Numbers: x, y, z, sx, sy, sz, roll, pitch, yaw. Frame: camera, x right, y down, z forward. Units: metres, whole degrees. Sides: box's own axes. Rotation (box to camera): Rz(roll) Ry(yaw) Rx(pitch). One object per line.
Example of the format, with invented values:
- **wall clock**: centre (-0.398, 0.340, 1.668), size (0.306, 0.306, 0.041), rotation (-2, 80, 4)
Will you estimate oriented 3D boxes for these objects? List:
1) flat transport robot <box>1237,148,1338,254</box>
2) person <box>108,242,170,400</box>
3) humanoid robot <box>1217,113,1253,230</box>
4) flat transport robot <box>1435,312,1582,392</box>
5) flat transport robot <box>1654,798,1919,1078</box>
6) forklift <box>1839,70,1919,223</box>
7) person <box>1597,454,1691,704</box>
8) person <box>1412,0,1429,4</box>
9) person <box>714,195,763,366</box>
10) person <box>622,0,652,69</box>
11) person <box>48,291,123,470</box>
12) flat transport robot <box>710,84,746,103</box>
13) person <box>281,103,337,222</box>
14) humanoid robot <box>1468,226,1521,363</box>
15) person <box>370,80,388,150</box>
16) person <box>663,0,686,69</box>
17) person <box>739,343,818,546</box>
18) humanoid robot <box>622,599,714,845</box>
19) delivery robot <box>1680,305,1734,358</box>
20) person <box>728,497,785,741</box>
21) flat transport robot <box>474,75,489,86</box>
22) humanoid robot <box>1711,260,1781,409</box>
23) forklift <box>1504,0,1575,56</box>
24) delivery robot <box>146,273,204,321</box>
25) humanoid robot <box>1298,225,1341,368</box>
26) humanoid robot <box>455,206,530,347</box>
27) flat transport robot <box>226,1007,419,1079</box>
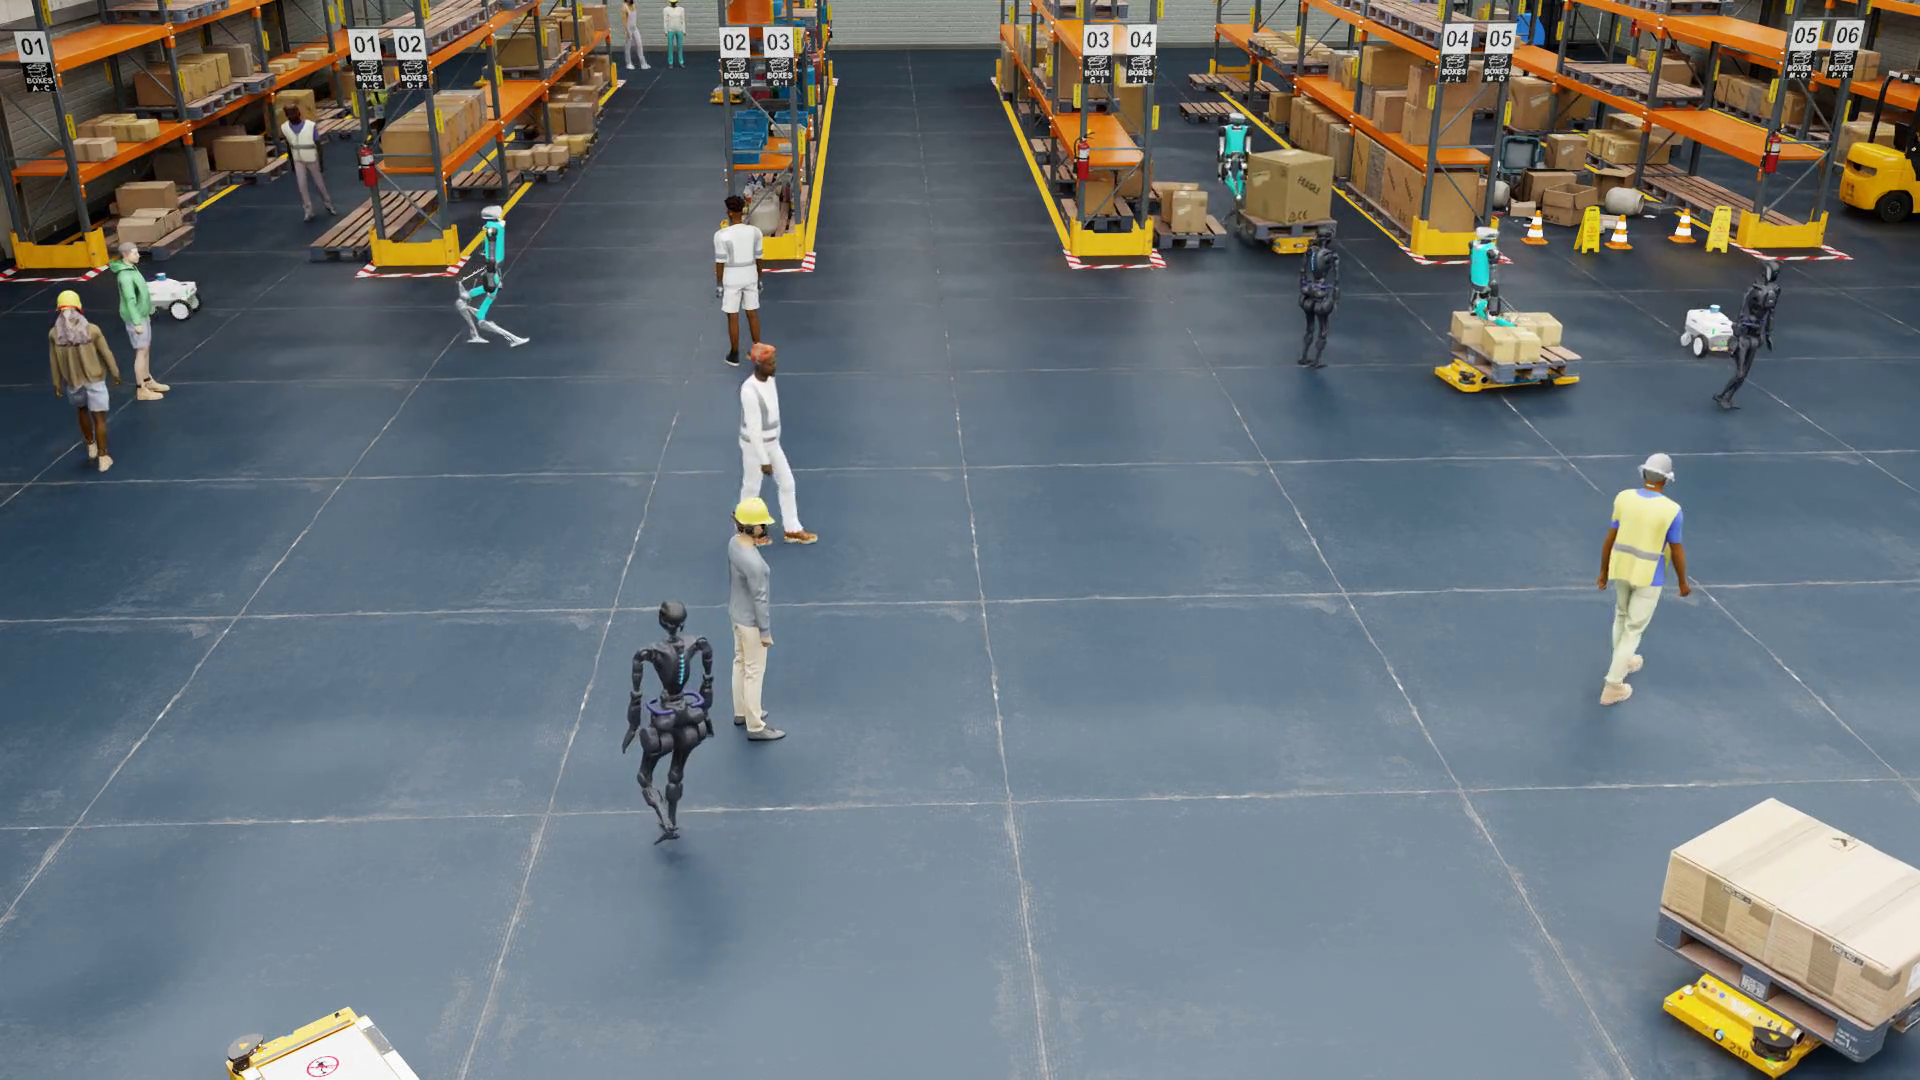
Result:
- **flat transport robot**: centre (4.795, -4.478, 24.535), size (0.659, 0.231, 1.431), rotation (-3, 24, -7)
- **person**: centre (-8.913, -2.377, 18.021), size (0.316, 1.733, 0.477), rotation (-6, 25, -14)
- **humanoid robot**: centre (4.177, -5.471, 24.988), size (0.547, 1.752, 0.950), rotation (-3, 24, -8)
- **flat transport robot**: centre (6.169, -1.896, 18.732), size (1.431, 0.231, 0.659), rotation (-5, 25, -12)
- **flat transport robot**: centre (4.559, 2.406, 9.065), size (1.431, 0.231, 0.659), rotation (-15, 28, -31)
- **forklift**: centre (15.132, -6.143, 25.915), size (2.313, 2.155, 1.214), rotation (-1, 24, -2)
- **person**: centre (4.950, 0.255, 11.936), size (0.754, 1.867, 0.544), rotation (-16, 29, -32)
- **person**: centre (11.601, -13.003, 41.840), size (0.655, 1.777, 0.370), rotation (9, 26, 19)
- **person**: centre (-2.528, -2.975, 19.091), size (0.596, 1.958, 0.370), rotation (-16, 29, -32)
- **person**: centre (-7.856, -12.273, 40.129), size (0.861, 1.823, 0.552), rotation (17, 29, 33)
- **person**: centre (-8.511, -1.594, 16.240), size (0.558, 1.735, 0.747), rotation (-5, 25, -12)
- **flat transport robot**: centre (-5.032, -9.770, 36.426), size (0.659, 0.231, 1.431), rotation (1, 24, 1)
- **person**: centre (-10.121, -5.888, 25.817), size (0.590, 1.808, 0.655), rotation (0, 24, 1)
- **humanoid robot**: centre (5.981, -2.649, 18.491), size (0.750, 1.694, 0.530), rotation (-5, 25, -12)
- **person**: centre (-10.825, -8.166, 31.060), size (0.315, 1.699, 0.539), rotation (-4, 24, -8)
- **person**: centre (-6.929, -12.372, 40.439), size (0.522, 1.760, 0.324), rotation (-9, 25, -18)
- **person**: centre (-1.599, -0.783, 14.274), size (0.817, 1.855, 0.605), rotation (7, 25, 15)
- **humanoid robot**: centre (-1.770, 1.125, 10.227), size (0.603, 1.633, 0.430), rotation (-16, 29, -32)
- **delivery robot**: centre (8.896, -2.457, 19.666), size (0.504, 0.614, 0.785), rotation (-1, 24, -2)
- **person**: centre (-1.414, 0.532, 11.437), size (0.326, 1.765, 0.530), rotation (-11, 26, -24)
- **flat transport robot**: centre (-10.516, -10.676, 38.461), size (0.659, 0.231, 1.431), rotation (10, 26, 22)
- **humanoid robot**: centre (8.360, -2.175, 17.638), size (0.588, 1.642, 0.384), rotation (-12, 27, -24)
- **forklift**: centre (14.700, -13.805, 42.301), size (1.873, 2.768, 1.129), rotation (-1, 24, -2)
- **delivery robot**: centre (-10.034, -3.074, 21.019), size (0.788, 0.587, 0.499), rotation (-2, 24, -4)
- **humanoid robot**: centre (4.092, -2.775, 18.972), size (0.344, 1.655, 0.609), rotation (-17, 29, -33)
- **humanoid robot**: centre (-5.627, -3.031, 19.505), size (0.996, 1.745, 0.540), rotation (-2, 24, -4)
- **flat transport robot**: centre (-3.037, 2.794, 8.195), size (0.659, 0.231, 1.431), rotation (-20, 31, -37)
